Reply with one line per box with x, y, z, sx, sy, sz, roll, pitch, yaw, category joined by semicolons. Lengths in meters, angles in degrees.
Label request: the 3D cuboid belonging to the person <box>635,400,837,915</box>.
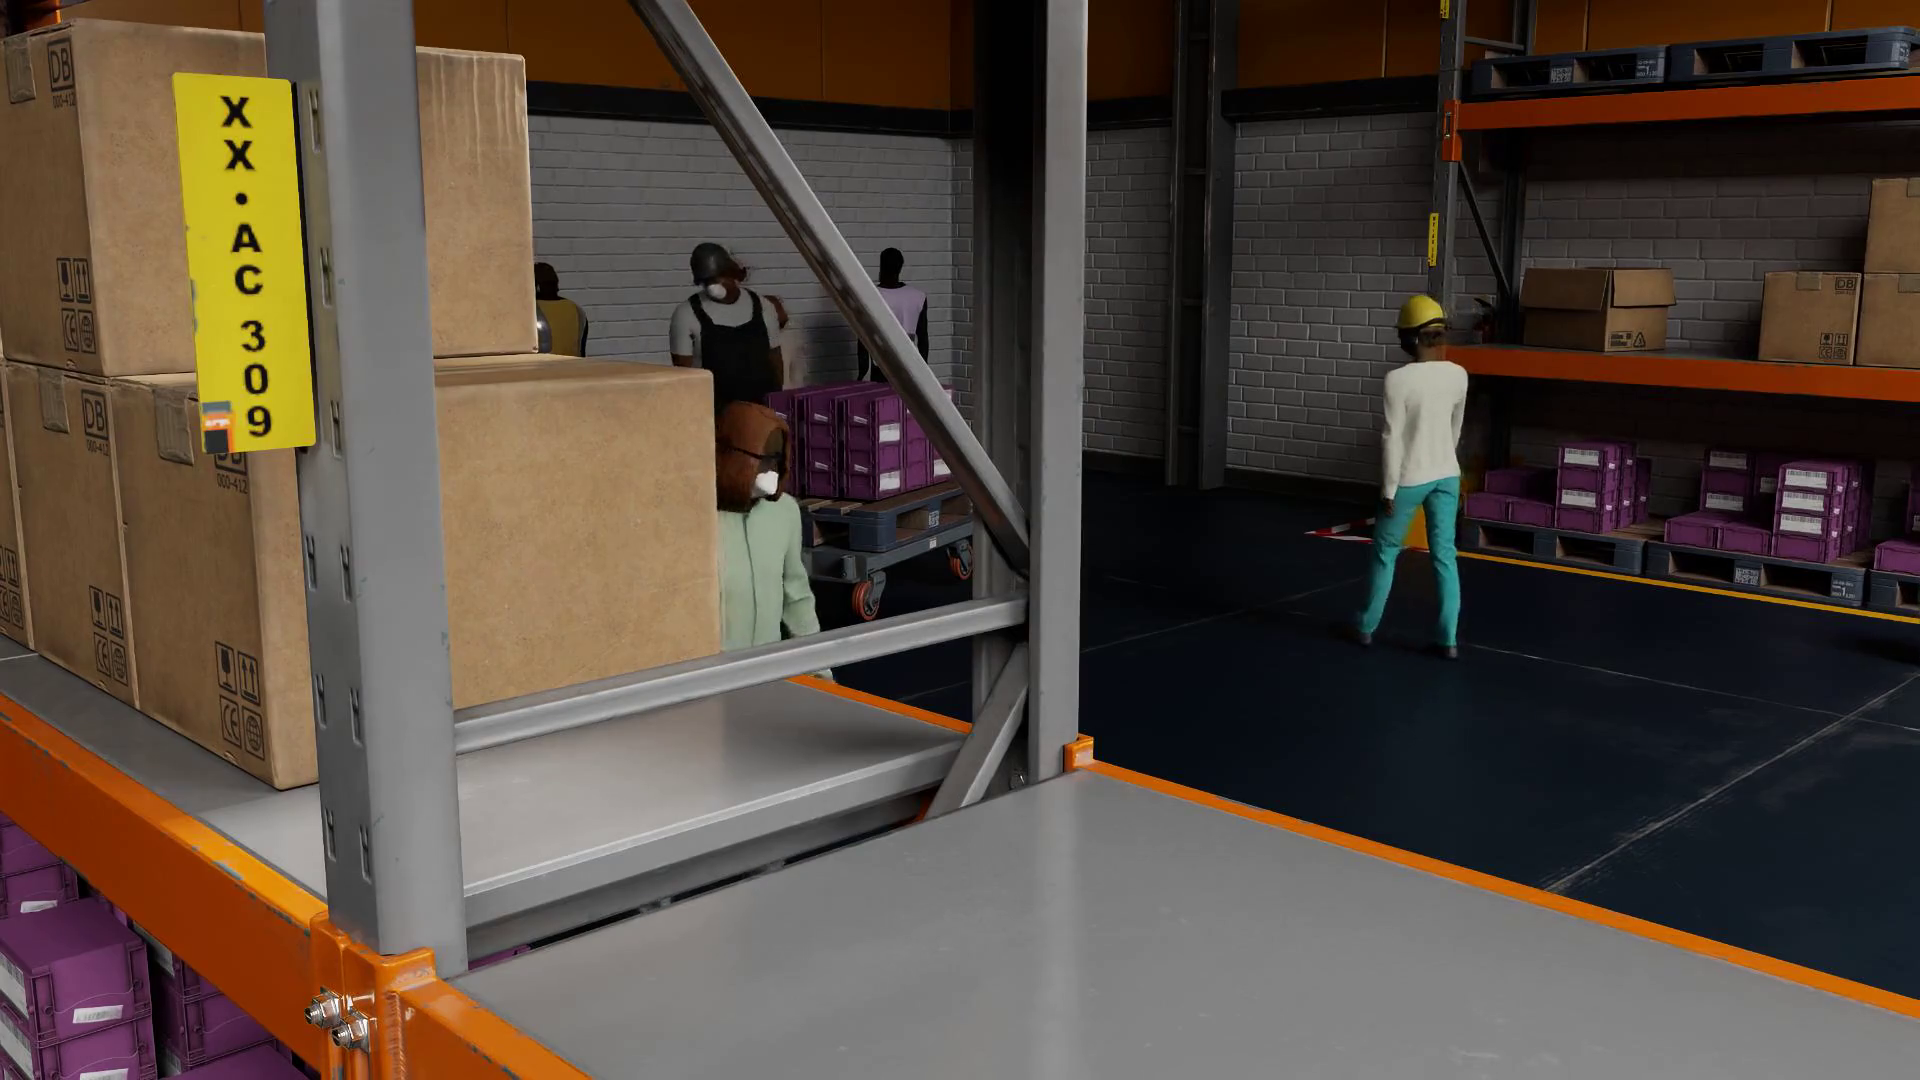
-0.631;0.412;4.501;0.500;1.595;0.528;9;14;41;person

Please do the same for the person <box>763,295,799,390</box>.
-1.273;-0.875;11.458;0.554;1.615;0.510;7;12;32;person

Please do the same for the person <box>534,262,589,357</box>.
-2.849;-0.989;11.499;0.429;1.838;0.622;6;12;30;person

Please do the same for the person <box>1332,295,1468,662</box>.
2.181;-0.302;8.030;0.537;1.749;0.606;-4;11;-23;person

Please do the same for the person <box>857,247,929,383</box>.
-0.549;-1.429;13.661;0.597;1.921;0.383;-2;11;-13;person

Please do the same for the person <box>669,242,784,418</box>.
-1.344;-0.854;10.199;0.832;2.000;0.580;-5;12;-27;person
